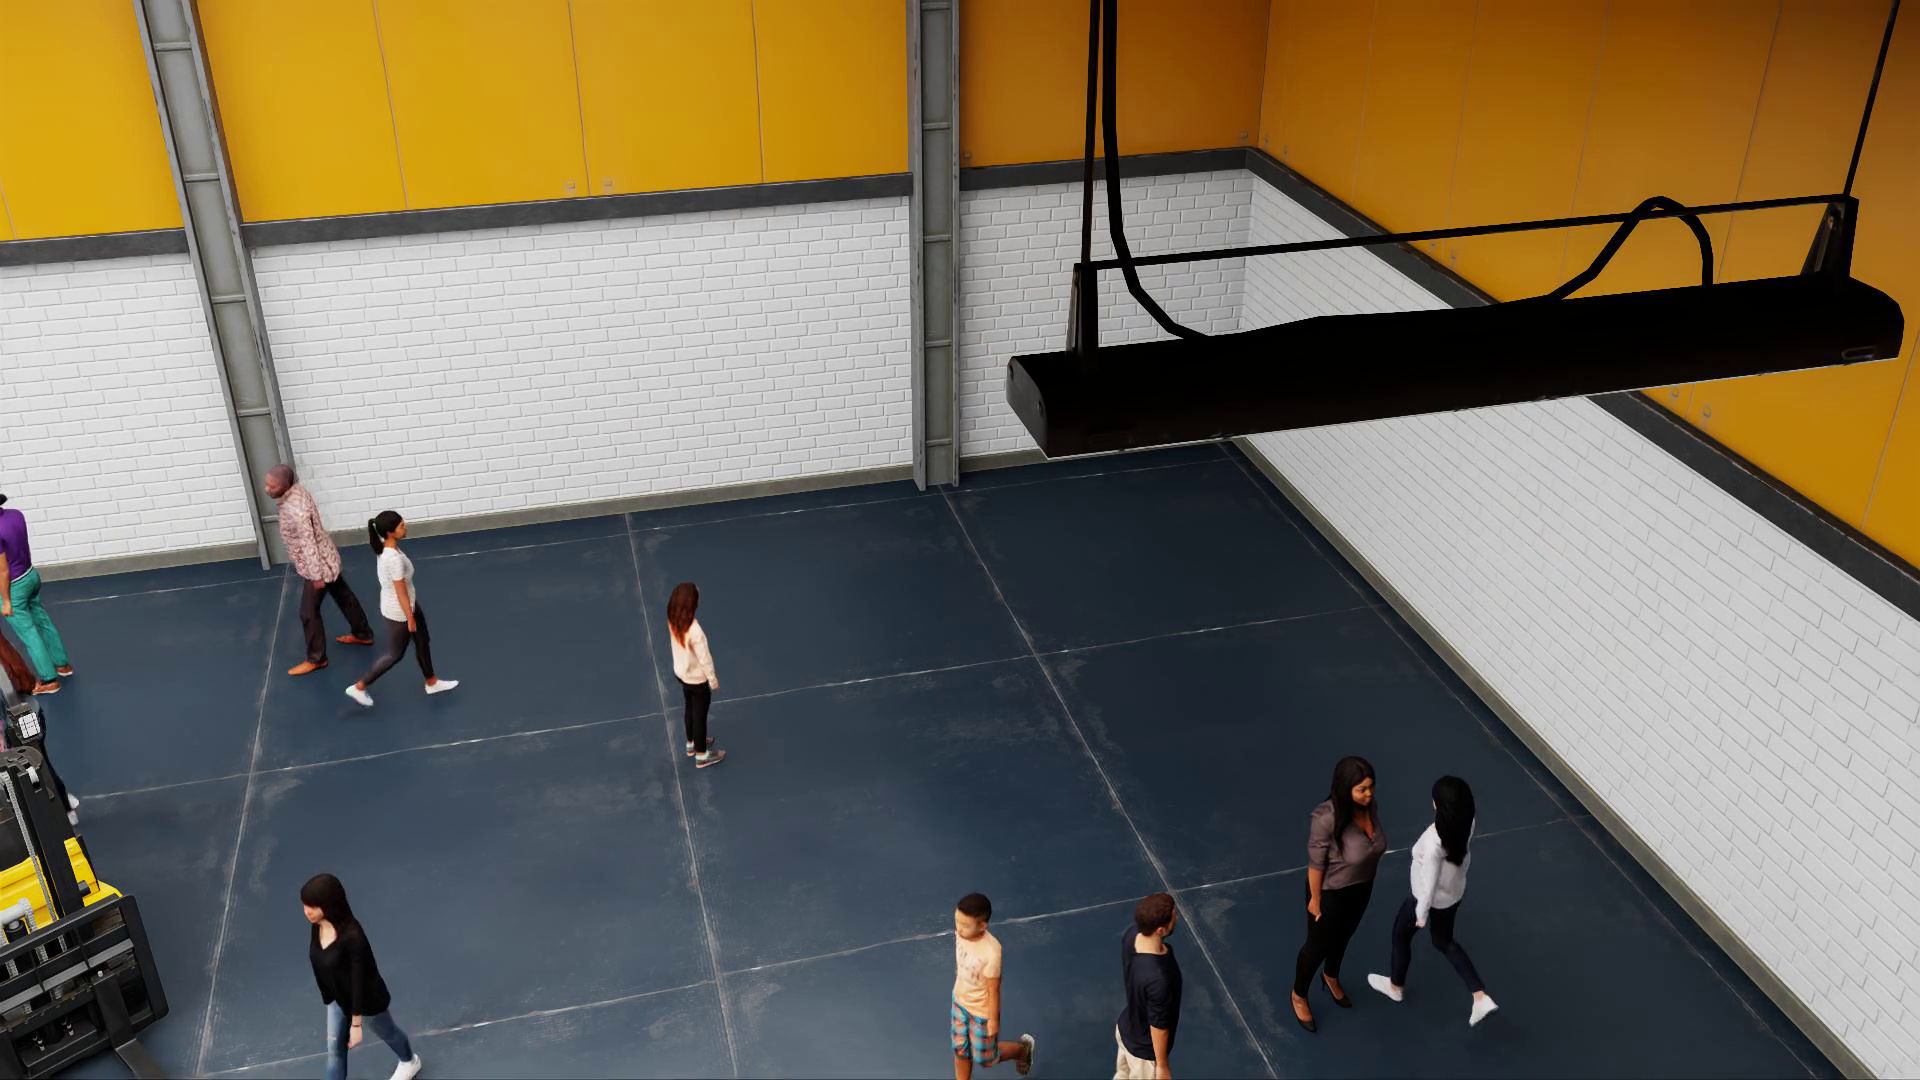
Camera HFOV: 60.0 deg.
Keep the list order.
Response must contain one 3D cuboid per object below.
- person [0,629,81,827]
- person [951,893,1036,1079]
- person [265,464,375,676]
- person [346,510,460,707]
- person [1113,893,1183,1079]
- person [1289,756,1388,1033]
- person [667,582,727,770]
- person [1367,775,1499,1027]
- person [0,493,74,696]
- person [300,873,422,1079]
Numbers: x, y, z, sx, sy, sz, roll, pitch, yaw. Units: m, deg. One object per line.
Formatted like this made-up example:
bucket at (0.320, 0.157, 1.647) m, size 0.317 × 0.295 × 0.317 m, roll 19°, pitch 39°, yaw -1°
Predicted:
person at (-6.185, 1.242, 11.150) m, size 0.579 × 1.732 × 0.572 m, roll -8°, pitch 30°, yaw -14°
person at (0.147, 2.513, 9.116) m, size 0.929 × 1.448 × 0.766 m, roll -23°, pitch 36°, yaw -35°
person at (-4.993, 0.176, 13.072) m, size 0.910 × 1.761 × 0.741 m, roll -8°, pitch 30°, yaw -14°
person at (-4.316, 0.552, 12.535) m, size 1.082 × 1.615 × 0.687 m, roll -12°, pitch 31°, yaw -21°
person at (0.944, 2.571, 8.588) m, size 0.553 × 1.851 × 0.640 m, roll -6°, pitch 29°, yaw -11°
person at (2.174, 2.018, 9.612) m, size 0.666 × 1.842 × 0.791 m, roll -20°, pitch 34°, yaw -32°
person at (-1.913, 0.965, 11.919) m, size 0.646 × 1.481 × 0.651 m, roll -20°, pitch 34°, yaw -32°
person at (2.836, 2.110, 9.616) m, size 1.040 × 1.675 × 0.948 m, roll -24°, pitch 37°, yaw -37°
person at (-7.209, 0.355, 12.739) m, size 0.603 × 1.767 × 0.673 m, roll -1°, pitch 29°, yaw -2°
person at (-3.239, 2.440, 9.080) m, size 1.013 × 1.610 × 1.057 m, roll 14°, pitch 32°, yaw 24°
